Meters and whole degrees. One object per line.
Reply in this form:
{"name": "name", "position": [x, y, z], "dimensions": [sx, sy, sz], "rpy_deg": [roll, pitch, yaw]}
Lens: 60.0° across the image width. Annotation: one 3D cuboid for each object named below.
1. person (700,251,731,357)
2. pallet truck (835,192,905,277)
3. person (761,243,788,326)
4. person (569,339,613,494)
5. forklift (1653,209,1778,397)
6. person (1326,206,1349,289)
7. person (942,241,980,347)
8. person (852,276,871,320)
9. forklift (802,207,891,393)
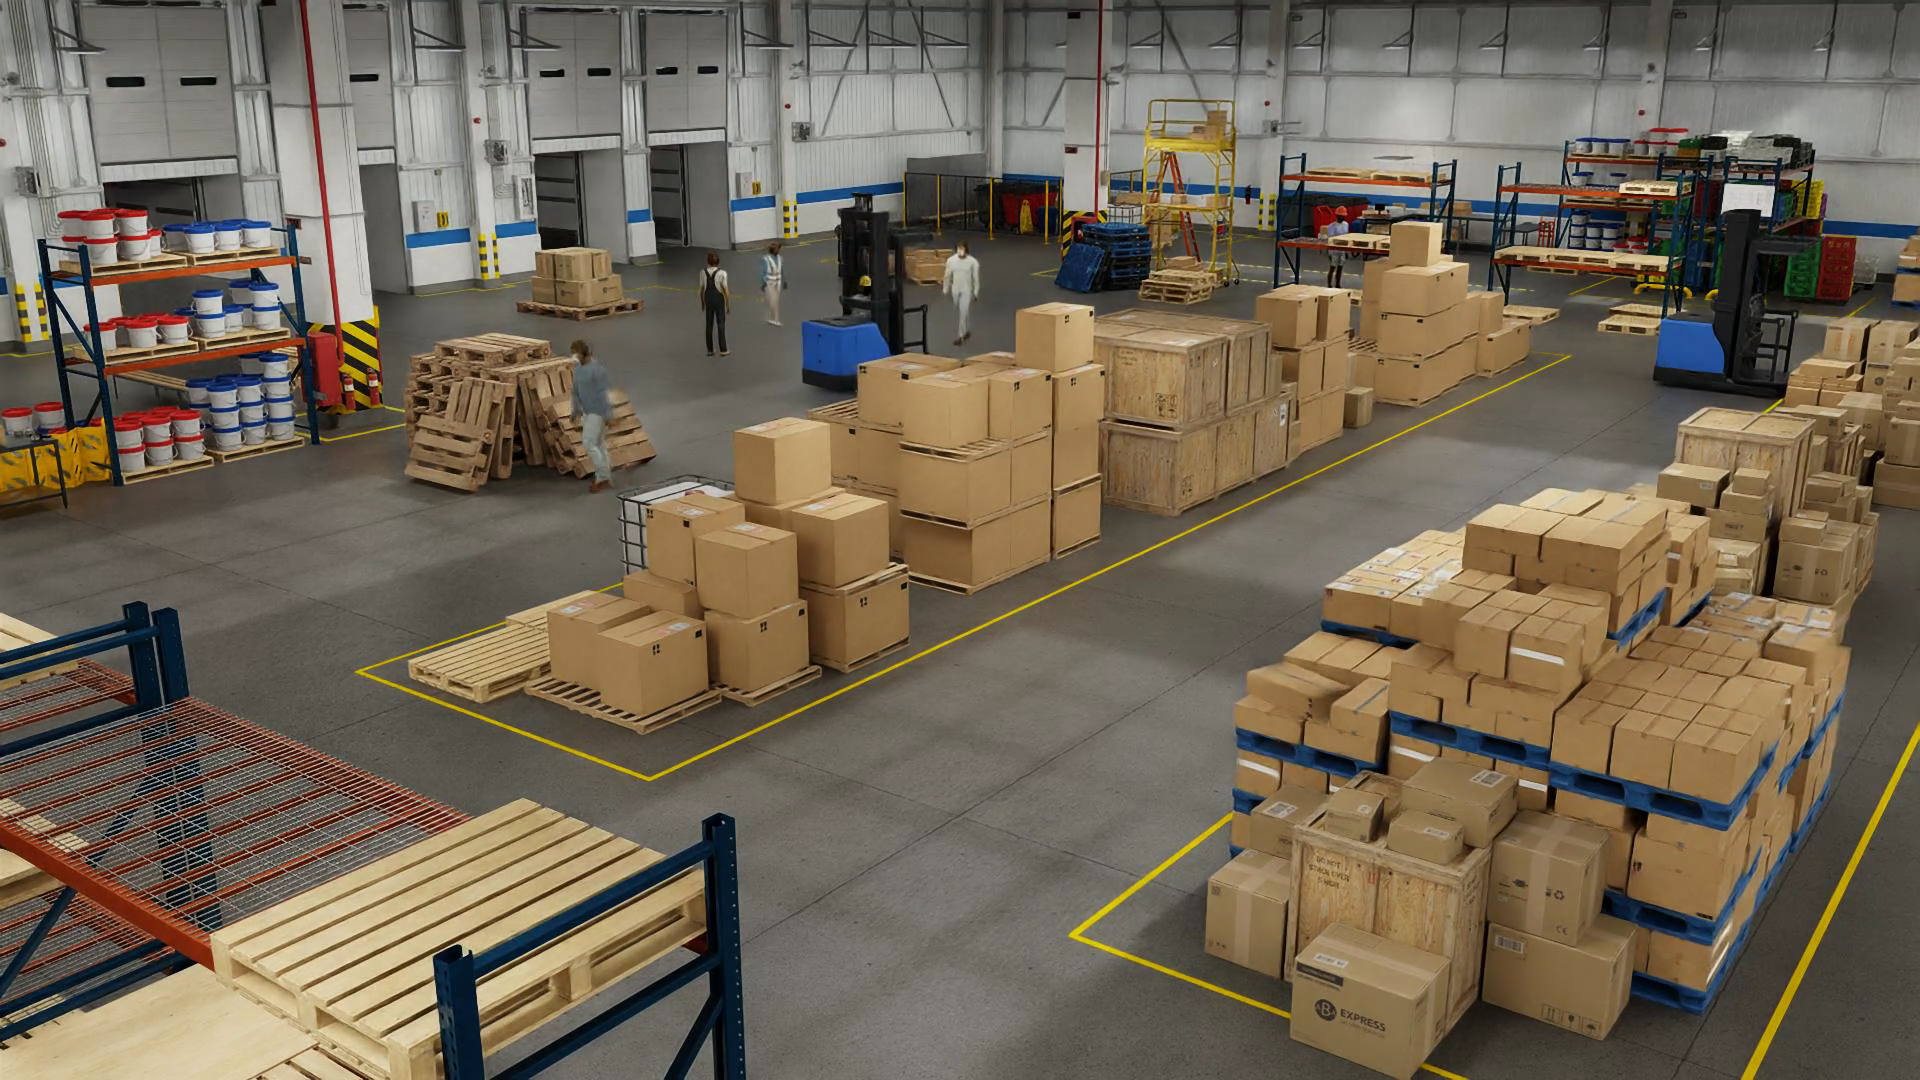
{"name": "person", "position": [-4.317, -4.154, 29.296], "dimensions": [0.517, 1.842, 0.325], "rpy_deg": [4, 17, 12]}
{"name": "pallet truck", "position": [-1.936, -7.159, 38.982], "dimensions": [1.885, 1.965, 0.823], "rpy_deg": [-12, 21, -34]}
{"name": "person", "position": [-3.563, -4.967, 32.374], "dimensions": [0.691, 1.611, 0.546], "rpy_deg": [14, 22, 39]}
{"name": "person", "position": [-4.560, -1.522, 20.472], "dimensions": [0.557, 1.912, 0.651], "rpy_deg": [-13, 21, -36]}
{"name": "forklift", "position": [12.271, -3.827, 26.446], "dimensions": [1.873, 2.768, 1.129], "rpy_deg": [12, 21, 35]}
{"name": "person", "position": [8.267, -6.316, 36.296], "dimensions": [0.551, 1.934, 0.373], "rpy_deg": [-10, 19, -30]}
{"name": "person", "position": [0.045, -4.553, 30.560], "dimensions": [0.647, 1.892, 1.033], "rpy_deg": [8, 18, 24]}
{"name": "person", "position": [-1.518, -3.433, 27.079], "dimensions": [0.488, 1.744, 0.295], "rpy_deg": [-9, 19, -29]}
{"name": "forklift", "position": [-1.538, -3.894, 26.667], "dimensions": [1.873, 2.768, 1.129], "rpy_deg": [-14, 22, -39]}
